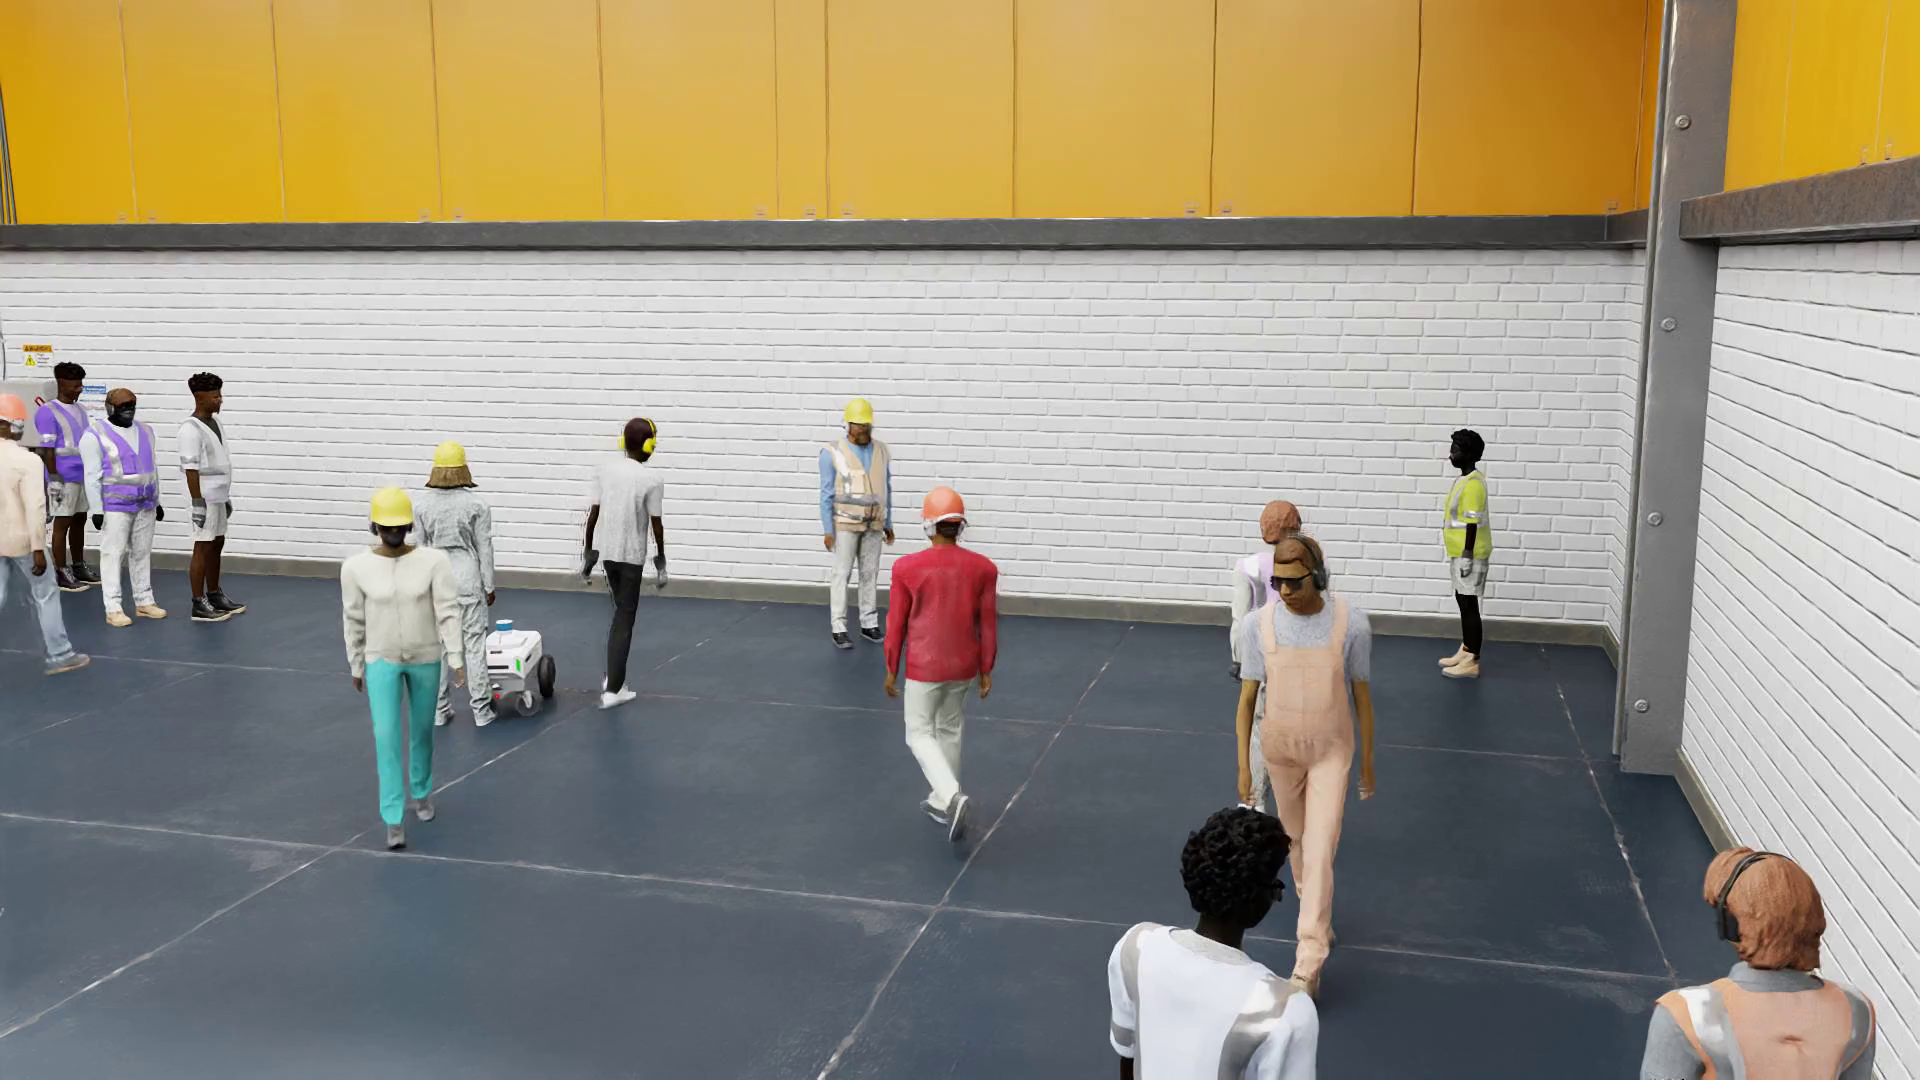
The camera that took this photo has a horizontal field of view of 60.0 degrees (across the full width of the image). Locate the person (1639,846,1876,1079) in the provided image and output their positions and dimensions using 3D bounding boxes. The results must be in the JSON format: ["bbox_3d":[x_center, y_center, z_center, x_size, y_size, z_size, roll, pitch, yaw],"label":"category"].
[{"bbox_3d":[1.633,1.445,3.473,0.528,1.630,0.314,-2,10,-11],"label":"person"}]

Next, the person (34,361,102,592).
[{"bbox_3d":[-7.608,-0.549,14.242,0.378,1.959,0.600,0,10,3],"label":"person"}]

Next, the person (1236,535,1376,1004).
[{"bbox_3d":[1.360,0.848,6.550,0.531,1.784,0.995,3,10,19],"label":"person"}]

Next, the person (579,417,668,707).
[{"bbox_3d":[-2.109,0.133,10.581,0.556,1.835,0.556,4,11,24],"label":"person"}]

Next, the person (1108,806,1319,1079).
[{"bbox_3d":[0.541,1.396,3.594,0.320,1.685,0.542,-9,13,-43],"label":"person"}]

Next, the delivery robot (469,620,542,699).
[{"bbox_3d":[-2.859,0.747,10.468,0.477,0.478,0.707,-1,10,-4],"label":"delivery robot"}]

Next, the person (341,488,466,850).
[{"bbox_3d":[-2.694,0.612,8.087,0.540,1.730,0.877,-4,10,-23],"label":"person"}]

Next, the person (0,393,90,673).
[{"bbox_3d":[-6.327,0.008,11.019,0.632,1.957,1.010,2,10,13],"label":"person"}]

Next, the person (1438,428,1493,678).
[{"bbox_3d":[3.434,0.087,11.296,0.321,1.689,0.530,1,10,6],"label":"person"}]

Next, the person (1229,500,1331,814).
[{"bbox_3d":[1.606,0.612,8.356,0.512,1.638,0.312,-1,10,-4],"label":"person"}]

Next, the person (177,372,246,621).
[{"bbox_3d":[-5.897,-0.343,13.052,0.376,1.958,0.598,-1,10,-5],"label":"person"}]

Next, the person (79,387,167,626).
[{"bbox_3d":[-6.466,-0.265,12.925,0.429,1.839,0.634,5,11,25],"label":"person"}]

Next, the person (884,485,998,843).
[{"bbox_3d":[-0.075,0.599,8.142,0.570,1.734,0.685,-5,11,-27],"label":"person"}]

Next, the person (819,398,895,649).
[{"bbox_3d":[-0.734,-0.126,12.154,0.597,1.825,0.404,-6,12,-33],"label":"person"}]

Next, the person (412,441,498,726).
[{"bbox_3d":[-3.057,0.267,10.100,0.488,1.737,0.317,0,10,1],"label":"person"}]
